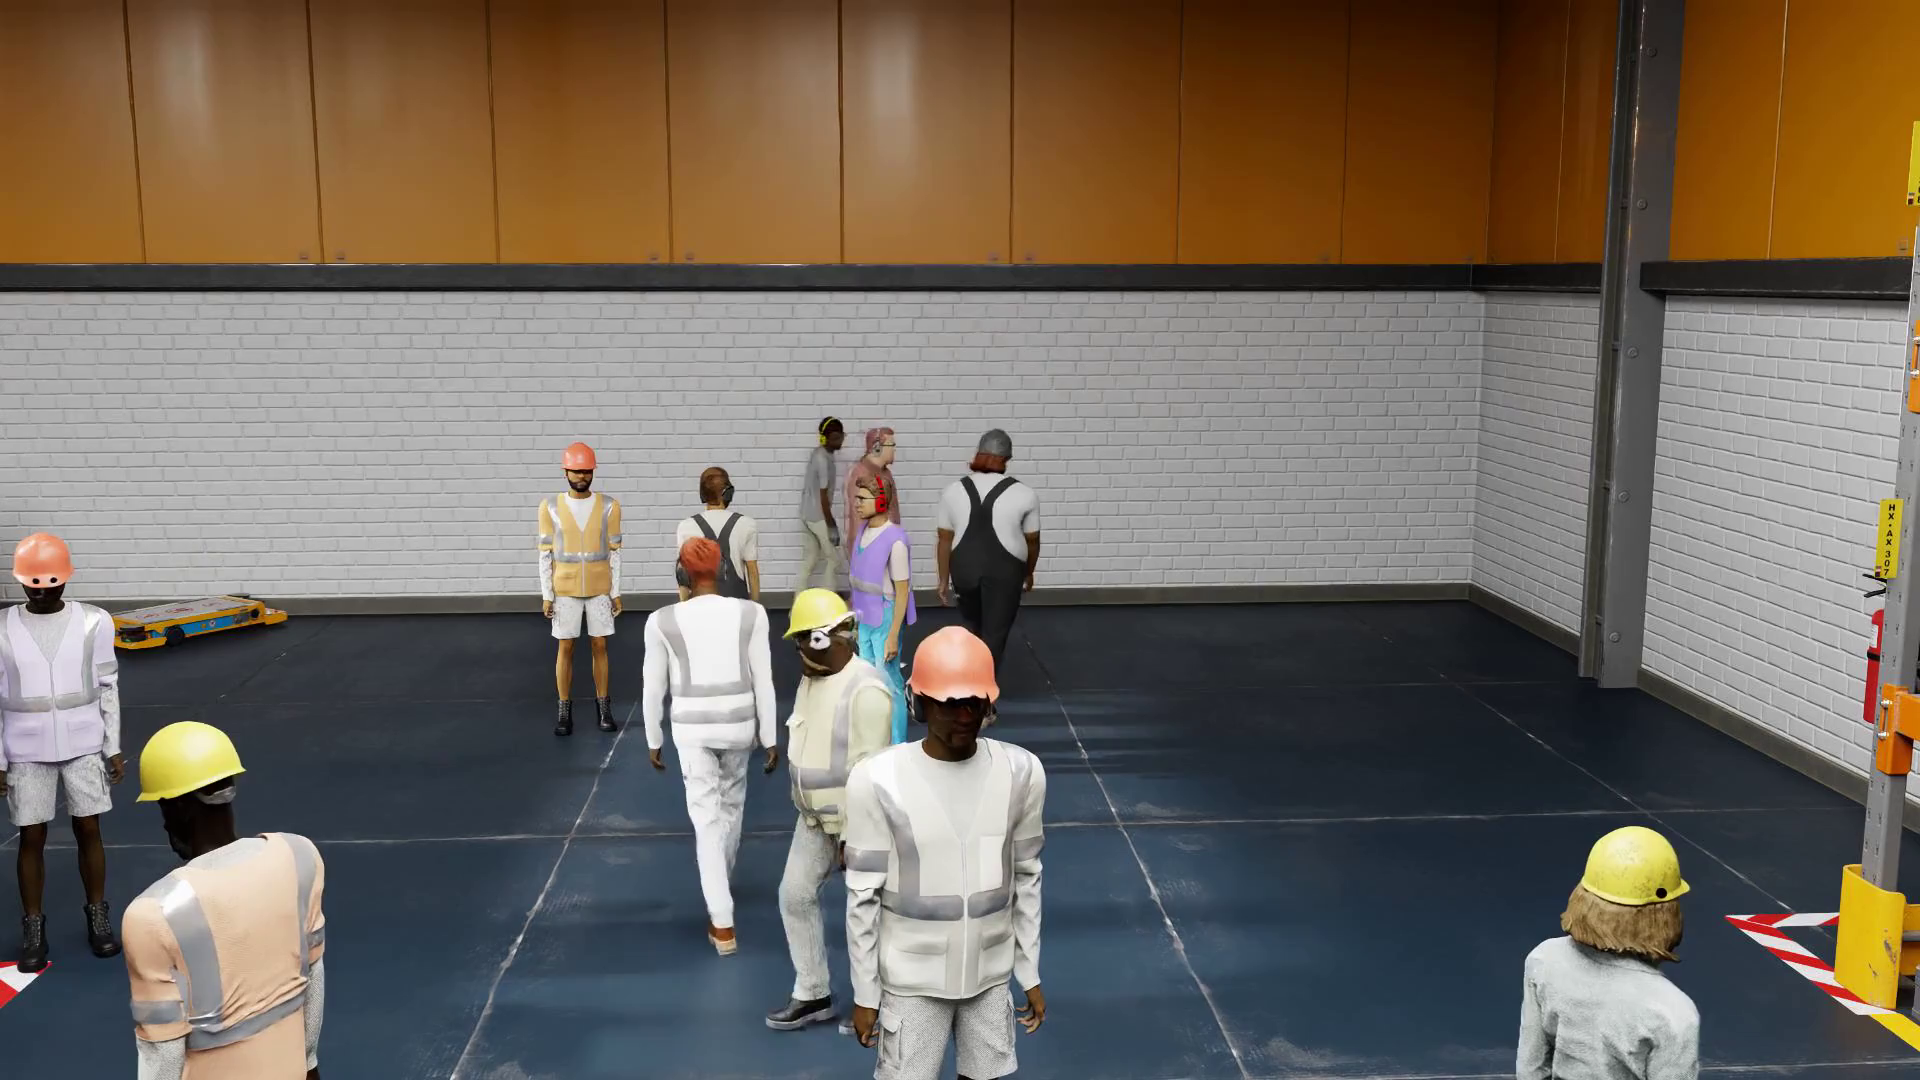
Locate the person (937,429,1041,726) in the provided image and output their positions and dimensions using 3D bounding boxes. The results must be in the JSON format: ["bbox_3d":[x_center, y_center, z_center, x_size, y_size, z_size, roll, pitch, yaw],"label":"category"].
[{"bbox_3d":[0.234,0.199,11.468,0.692,2.000,1.046,3,10,19],"label":"person"}]

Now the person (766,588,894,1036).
[{"bbox_3d":[-0.542,1.100,6.599,0.613,1.790,0.586,-8,12,-40],"label":"person"}]

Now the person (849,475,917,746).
[{"bbox_3d":[-0.474,0.520,10.054,0.388,1.847,0.563,-5,10,-27],"label":"person"}]

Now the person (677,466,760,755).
[{"bbox_3d":[-1.513,0.458,10.462,0.505,1.842,0.347,-1,9,-8],"label":"person"}]

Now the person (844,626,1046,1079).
[{"bbox_3d":[-0.027,1.252,4.840,0.608,2.046,0.368,-3,10,-19],"label":"person"}]

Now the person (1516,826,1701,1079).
[{"bbox_3d":[1.563,1.534,4.014,0.317,1.743,0.488,-5,10,-29],"label":"person"}]

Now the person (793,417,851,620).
[{"bbox_3d":[-1.190,-0.162,14.398,0.624,1.829,0.556,-1,9,-6],"label":"person"}]

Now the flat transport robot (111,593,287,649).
[{"bbox_3d":[-6.512,0.672,14.035,0.652,0.197,1.431,6,11,33],"label":"flat transport robot"}]

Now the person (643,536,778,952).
[{"bbox_3d":[-1.172,0.896,7.738,0.588,1.827,0.981,-3,10,-18],"label":"person"}]

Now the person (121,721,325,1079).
[{"bbox_3d":[-1.886,1.404,4.284,0.380,1.918,0.585,4,10,23],"label":"person"}]

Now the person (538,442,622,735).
[{"bbox_3d":[-2.501,0.320,11.014,0.545,1.942,0.349,-3,10,-18],"label":"person"}]

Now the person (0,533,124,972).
[{"bbox_3d":[-3.971,0.917,7.309,0.542,1.929,0.368,-6,11,-32],"label":"person"}]

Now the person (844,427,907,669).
[{"bbox_3d":[-0.770,0.050,12.922,0.715,1.881,0.645,2,9,13],"label":"person"}]
